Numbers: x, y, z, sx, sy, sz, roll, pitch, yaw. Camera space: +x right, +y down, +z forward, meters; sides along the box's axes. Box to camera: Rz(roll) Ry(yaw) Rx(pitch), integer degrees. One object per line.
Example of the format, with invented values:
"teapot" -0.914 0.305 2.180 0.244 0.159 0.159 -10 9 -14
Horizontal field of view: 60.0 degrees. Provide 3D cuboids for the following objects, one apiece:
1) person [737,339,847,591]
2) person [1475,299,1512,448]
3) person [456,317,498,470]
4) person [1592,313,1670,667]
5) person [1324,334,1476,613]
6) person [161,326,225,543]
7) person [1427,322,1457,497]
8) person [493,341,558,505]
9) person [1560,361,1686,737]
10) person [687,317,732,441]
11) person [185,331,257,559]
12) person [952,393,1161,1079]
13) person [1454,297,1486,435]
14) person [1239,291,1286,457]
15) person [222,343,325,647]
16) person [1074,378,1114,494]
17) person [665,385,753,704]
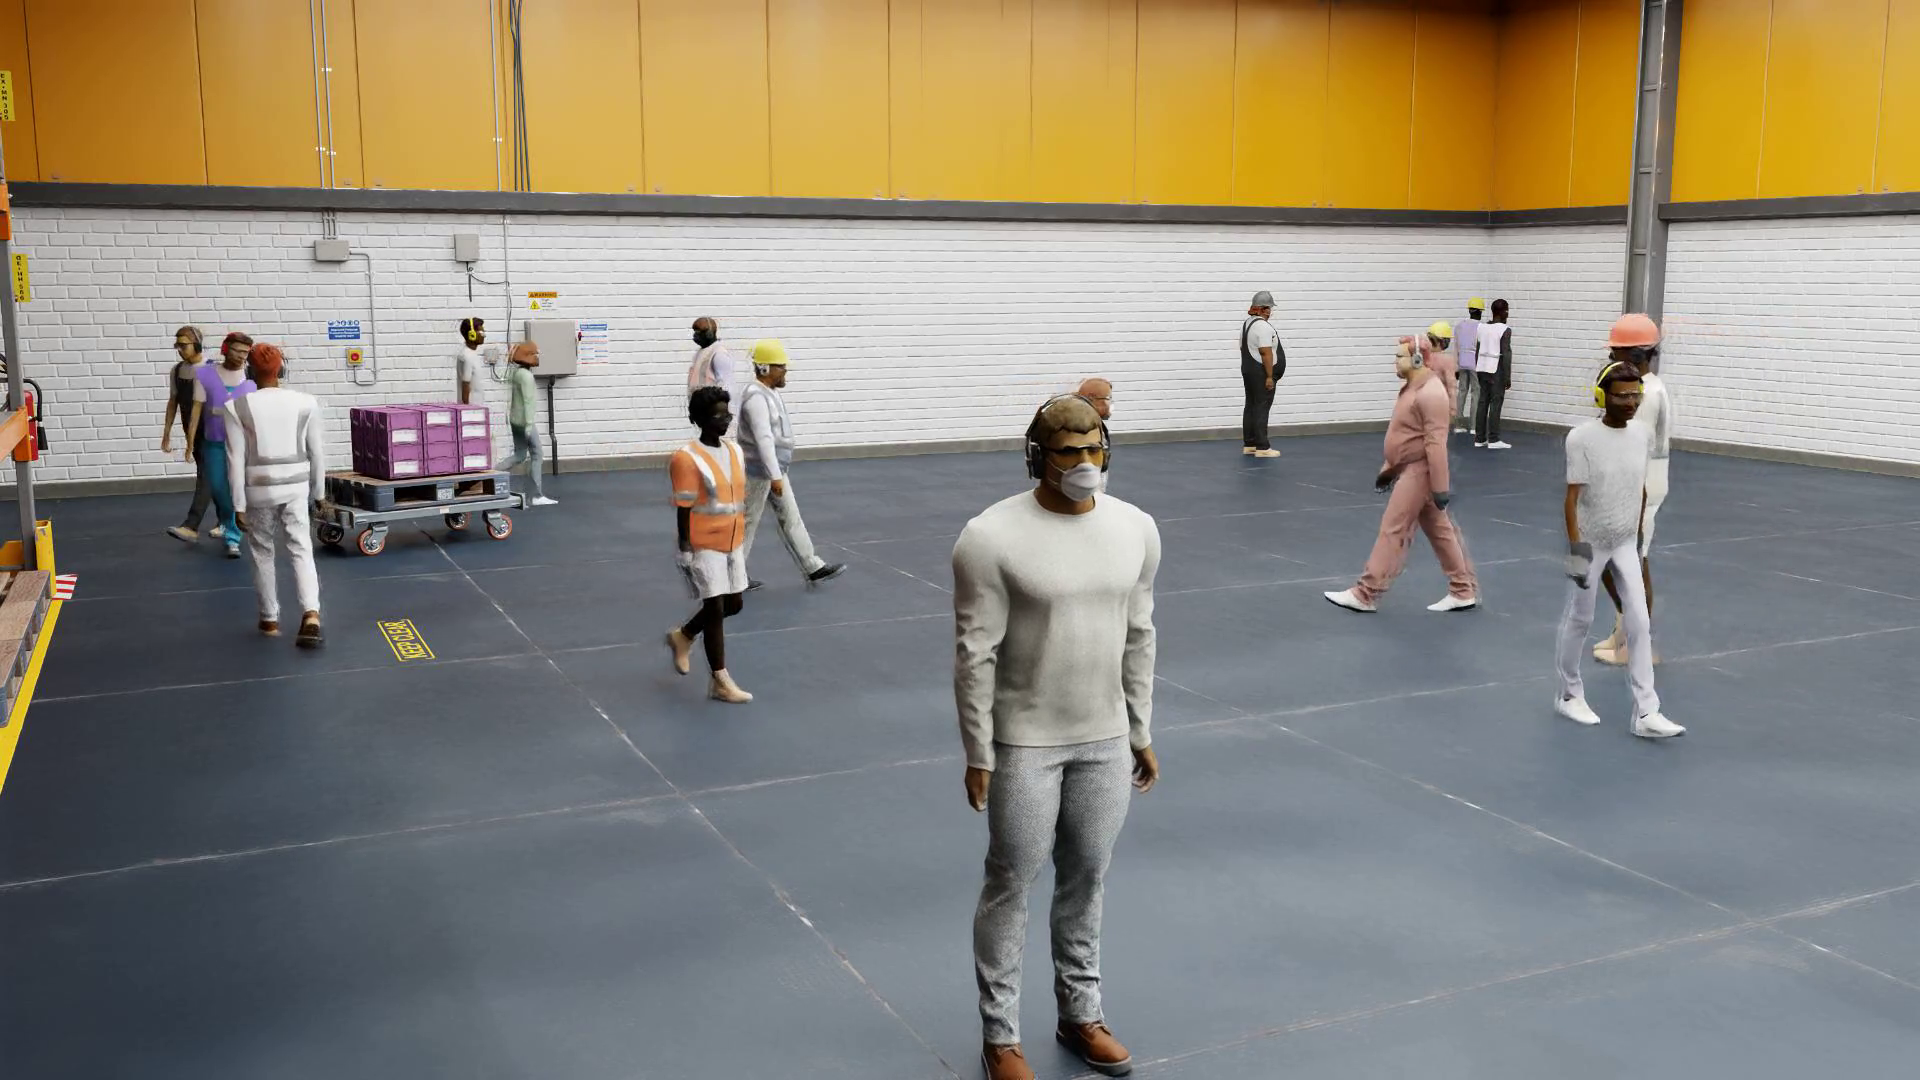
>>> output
"person" -1.267 -0.509 11.708 0.906 1.785 0.624 1 9 7
"person" 6.869 -2.140 21.442 0.375 1.917 0.592 -4 10 -22
"person" -4.896 -1.281 16.415 0.927 1.841 0.518 -4 10 -22
"person" 3.790 -0.269 9.491 0.480 2.026 0.646 4 10 21
"person" 2.978 -0.425 11.006 1.012 1.855 0.640 2 9 9
"person" -6.444 -0.876 13.934 0.521 1.803 0.910 3 10 20
"person" 4.812 -1.320 16.826 0.326 1.767 0.533 -6 11 -33
"person" -4.312 -1.119 16.094 0.671 1.613 0.501 -5 10 -28
"person" 3.214 0.061 8.064 0.531 1.825 0.890 -2 9 -12
"person" -2.458 -1.265 16.298 0.439 1.831 0.639 -4 10 -25
"person" -5.877 -0.787 13.420 0.641 1.796 0.862 -3 10 -16
"person" 0.280 0.560 4.628 0.629 1.939 0.372 -4 10 -25
"person" 7.166 -2.430 23.260 0.392 1.919 0.582 -7 11 -36
"person" 3.739 -2.048 20.489 0.538 2.000 0.684 -2 9 -14
"person" -4.133 -0.274 10.100 0.583 1.853 0.931 -6 11 -33
"person" 0.828 -0.180 10.211 0.498 1.619 0.501 2 9 12
"person" -1.363 0.014 8.826 0.625 1.679 0.540 6 11 33
